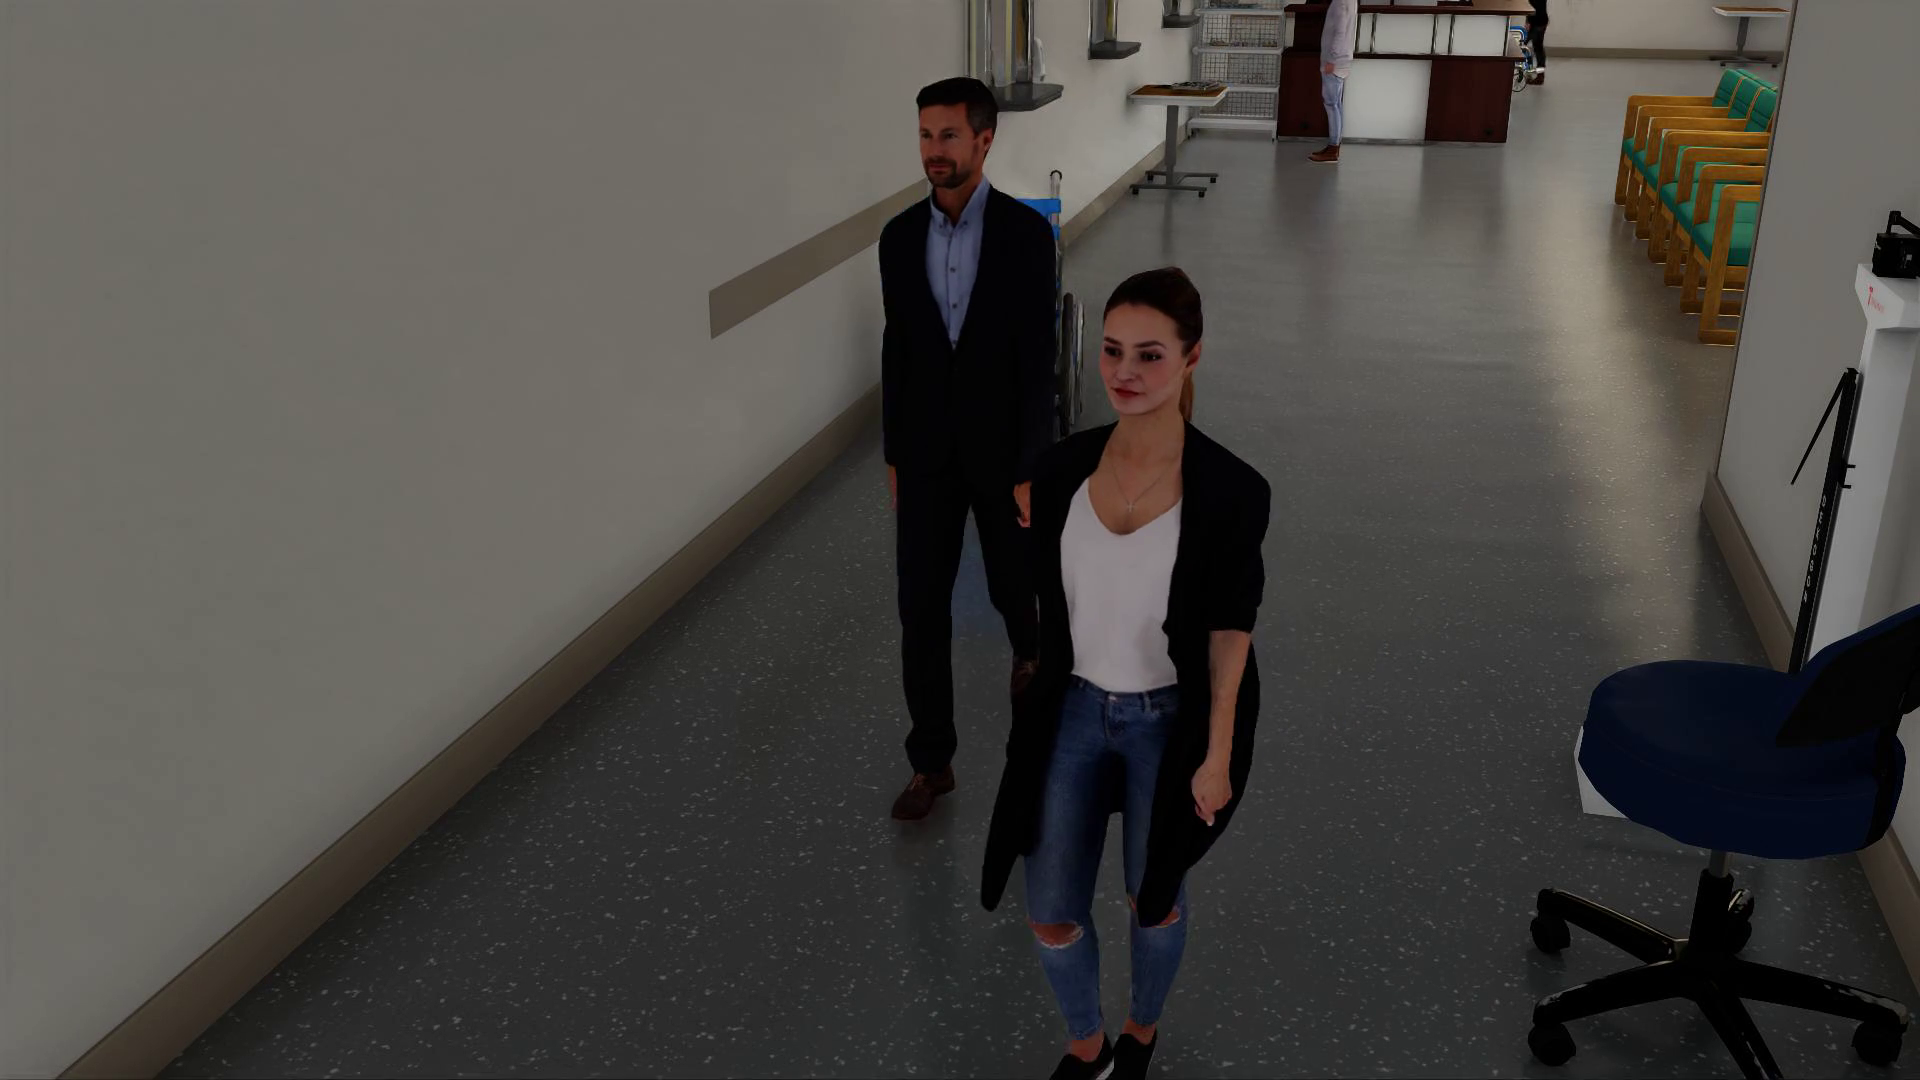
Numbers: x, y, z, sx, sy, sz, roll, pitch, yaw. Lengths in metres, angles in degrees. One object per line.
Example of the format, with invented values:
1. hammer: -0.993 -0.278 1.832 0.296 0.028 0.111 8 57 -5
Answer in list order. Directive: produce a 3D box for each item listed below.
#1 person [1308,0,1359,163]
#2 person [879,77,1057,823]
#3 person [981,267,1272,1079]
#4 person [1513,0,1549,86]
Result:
1. person: 3.521 -4.491 15.550 0.581 1.842 0.695 7 22 18
2. person: 0.060 -0.234 4.307 0.979 1.845 0.682 6 22 15
3. person: 0.361 0.314 3.106 0.707 1.672 0.746 10 23 25
4. person: 7.722 -6.932 22.199 0.872 1.699 0.872 -17 27 -38
